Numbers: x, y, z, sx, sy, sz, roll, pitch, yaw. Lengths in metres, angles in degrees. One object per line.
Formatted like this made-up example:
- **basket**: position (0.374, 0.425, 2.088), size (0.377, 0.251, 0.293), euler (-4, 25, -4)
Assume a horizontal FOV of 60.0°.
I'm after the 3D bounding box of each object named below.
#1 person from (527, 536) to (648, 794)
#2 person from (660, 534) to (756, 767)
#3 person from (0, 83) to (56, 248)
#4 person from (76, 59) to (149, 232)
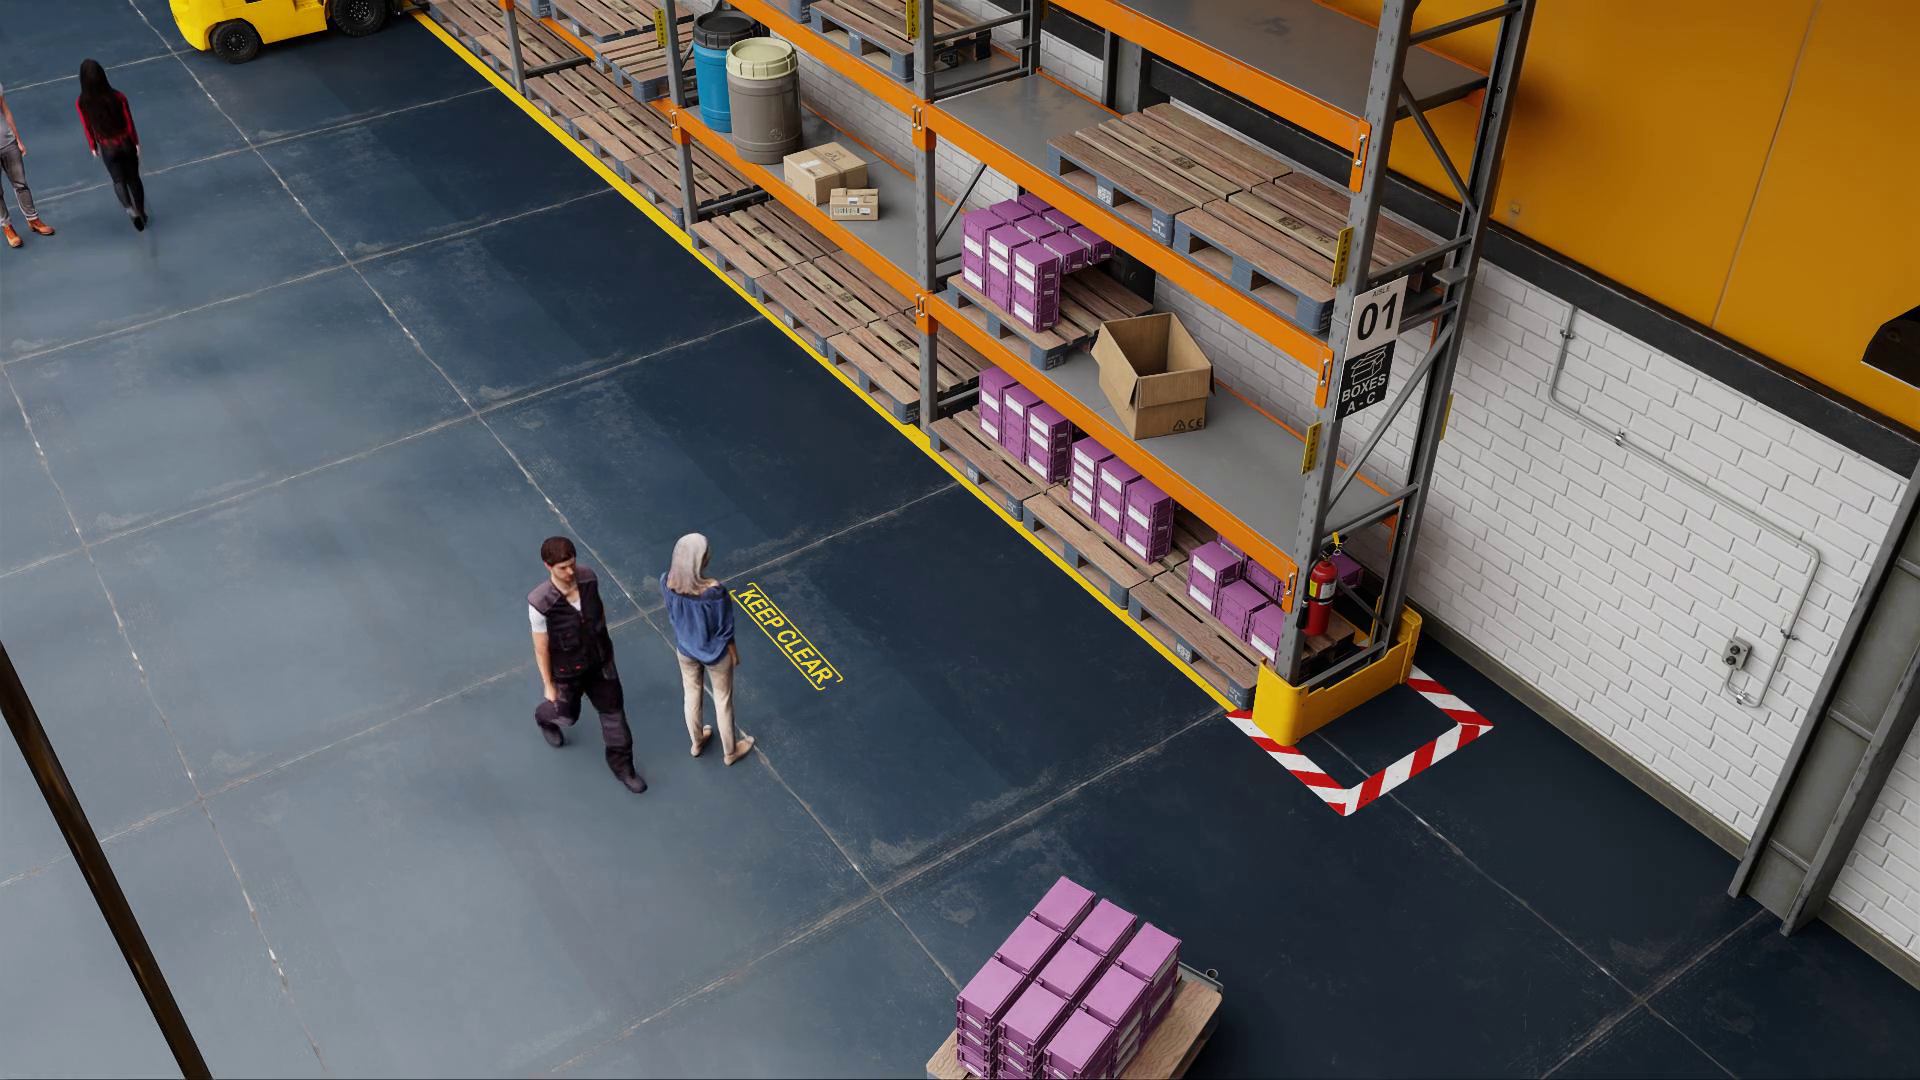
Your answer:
- **person**: position (-2.318, 0.688, 9.853), size (1.191, 1.821, 0.817), euler (31, 48, 33)
- **person**: position (-1.537, 0.662, 9.980), size (0.676, 1.703, 0.768), euler (14, 41, 17)
- **person**: position (-8.859, -3.611, 15.227), size (0.686, 1.831, 0.755), euler (24, 45, 27)
- **person**: position (-7.764, -3.590, 15.357), size (0.668, 1.637, 0.926), euler (-16, 41, -20)
